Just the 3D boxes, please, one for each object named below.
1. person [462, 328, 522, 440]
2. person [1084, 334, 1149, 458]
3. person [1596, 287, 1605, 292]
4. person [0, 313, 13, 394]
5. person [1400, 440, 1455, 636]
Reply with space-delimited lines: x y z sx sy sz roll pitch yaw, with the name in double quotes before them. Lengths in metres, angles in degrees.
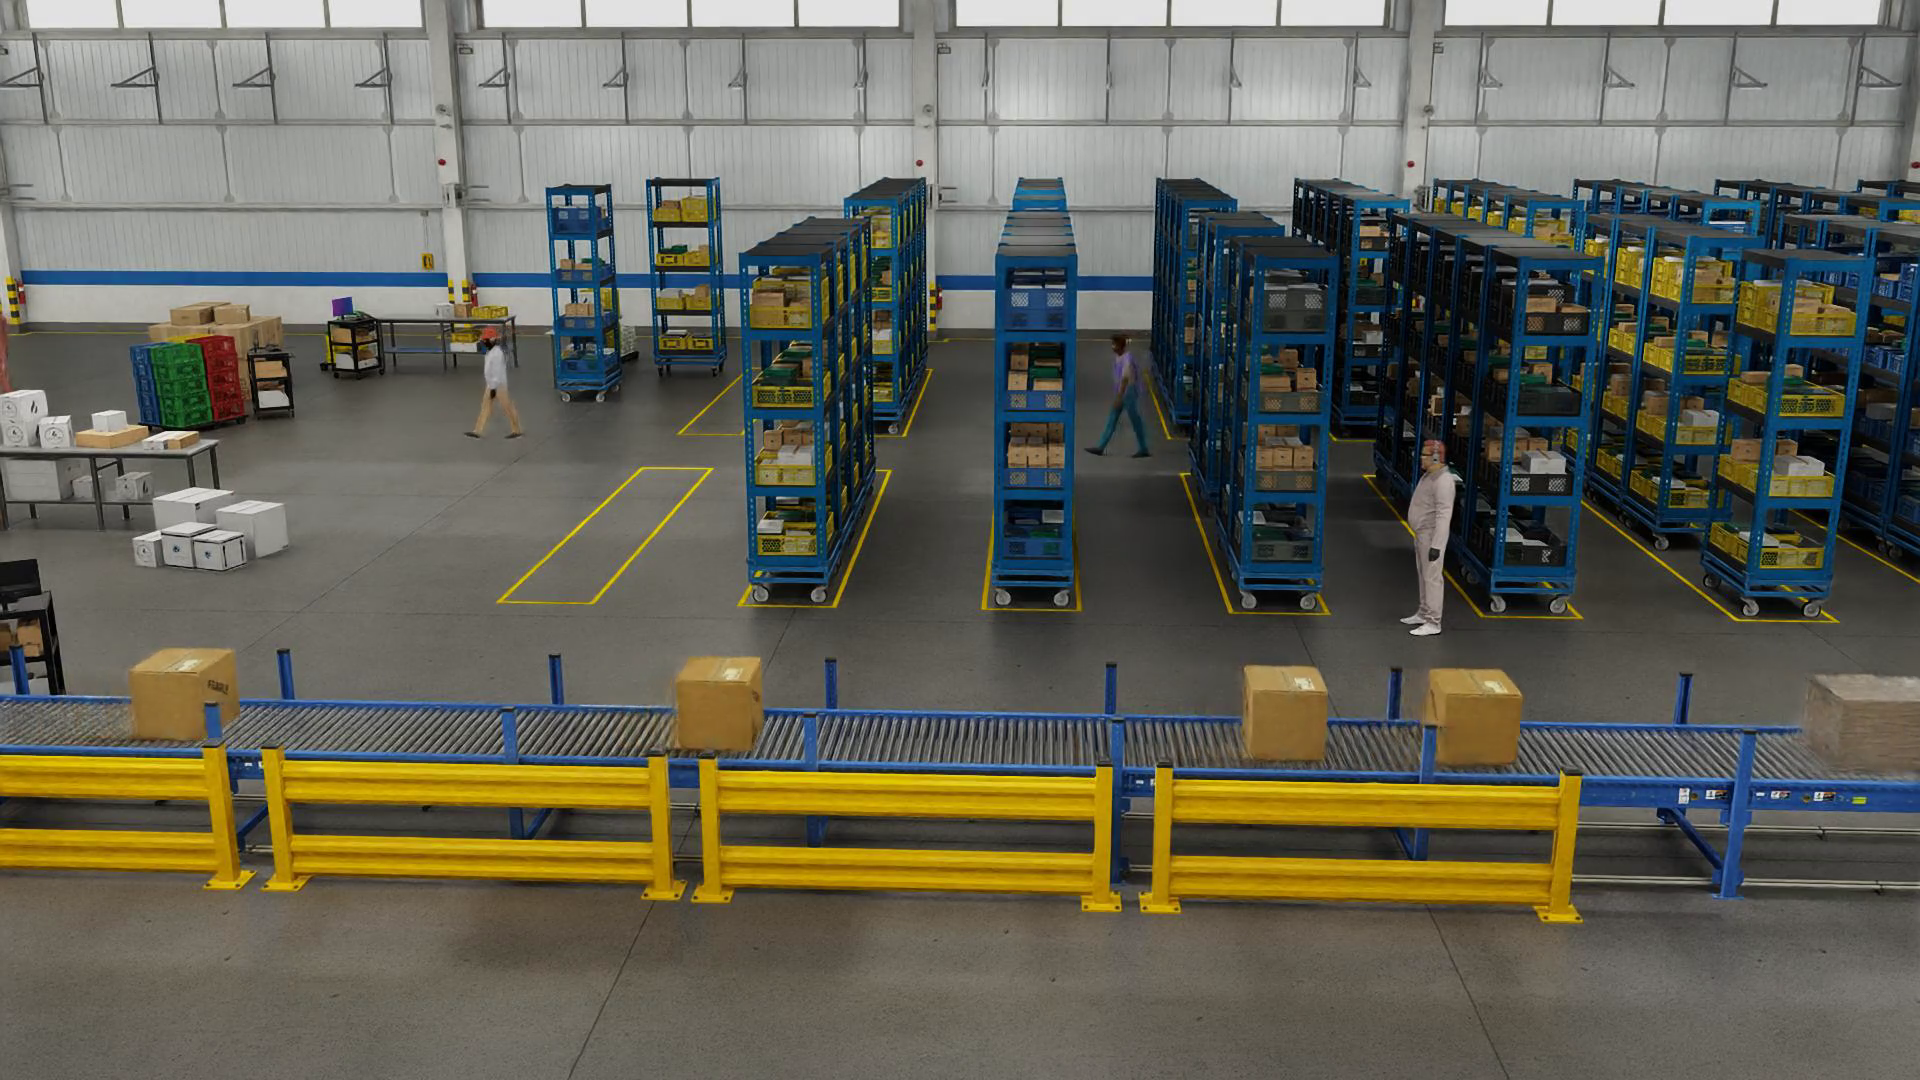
"person" -7.029 -2.330 24.943 0.883 1.700 0.590 -10 18 -32
"person" 2.294 -2.043 23.738 0.968 1.784 0.567 -4 16 -15
"person" 12.735 -4.562 33.038 0.417 1.818 0.599 -3 15 -10
"person" -16.071 -3.114 27.577 0.622 1.863 0.983 -13 20 -39
"person" 4.504 -0.028 16.031 0.403 1.906 0.651 1 15 3
